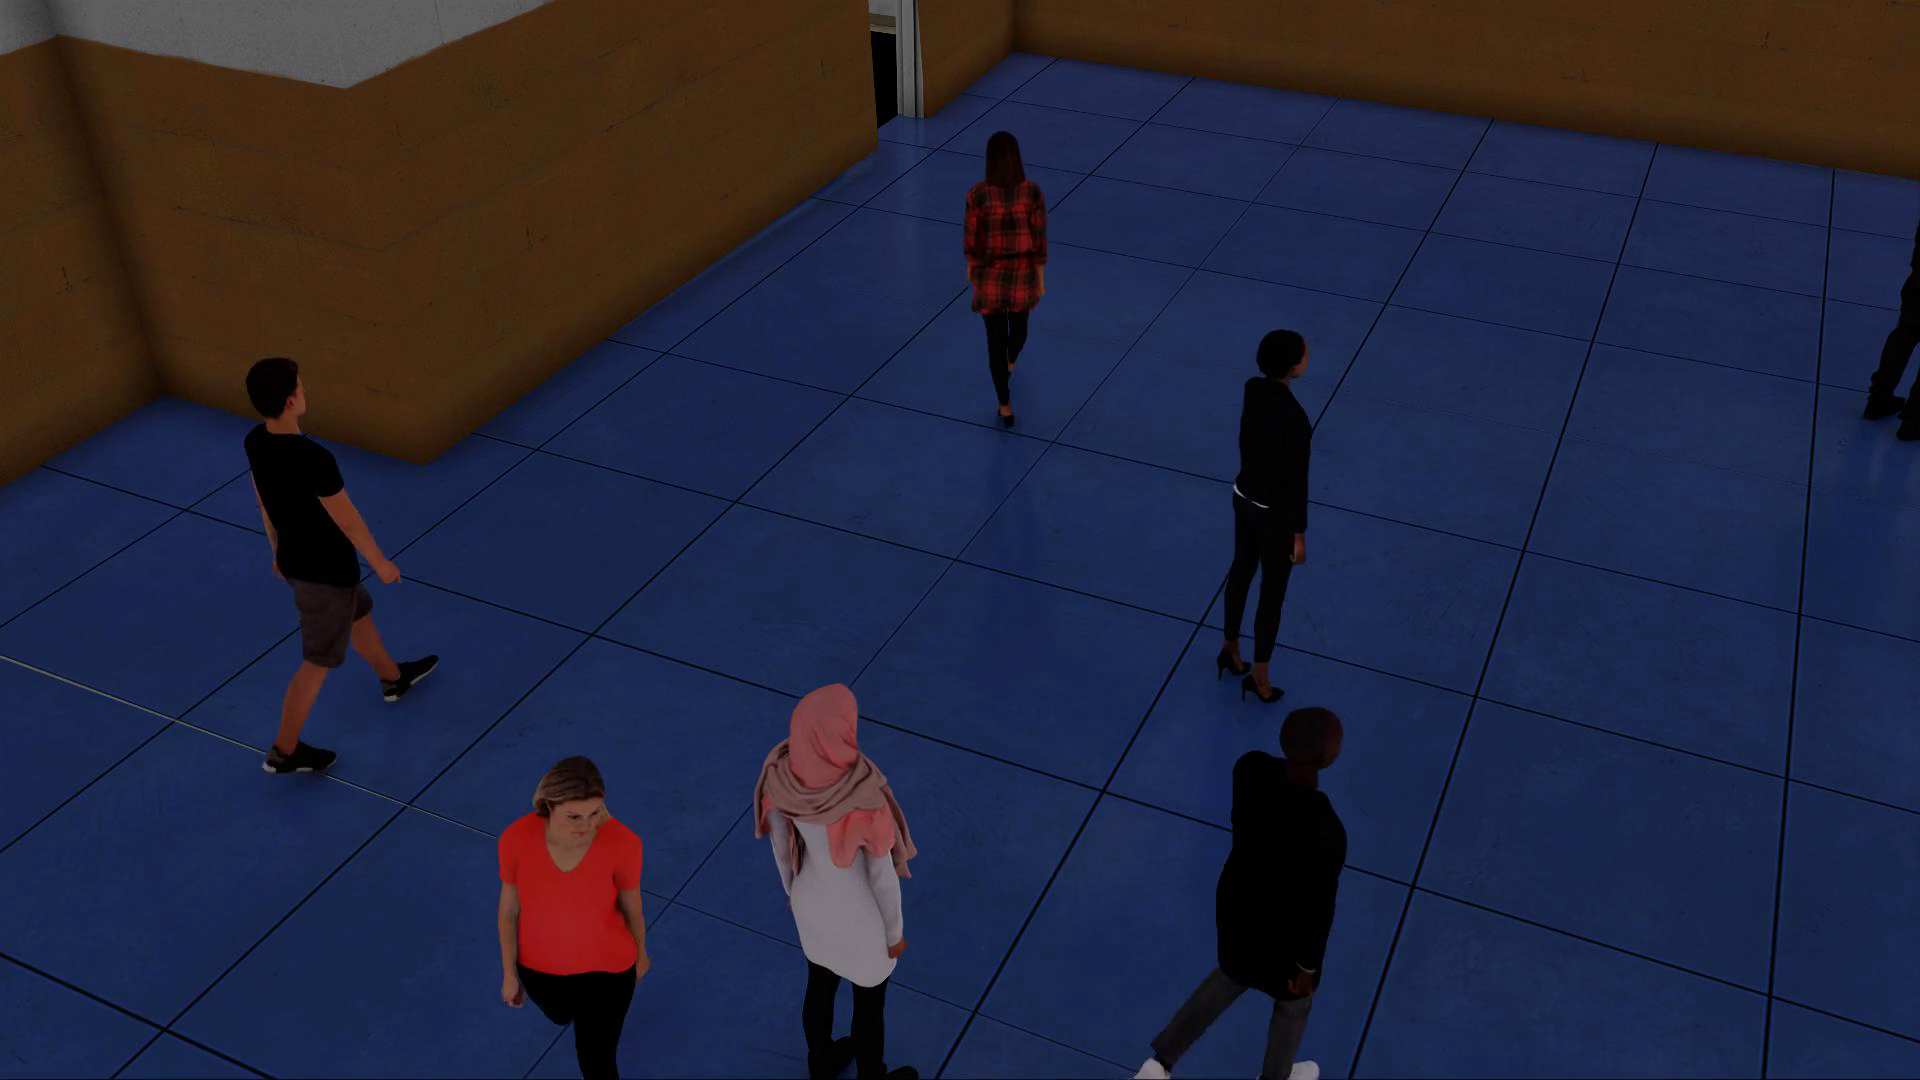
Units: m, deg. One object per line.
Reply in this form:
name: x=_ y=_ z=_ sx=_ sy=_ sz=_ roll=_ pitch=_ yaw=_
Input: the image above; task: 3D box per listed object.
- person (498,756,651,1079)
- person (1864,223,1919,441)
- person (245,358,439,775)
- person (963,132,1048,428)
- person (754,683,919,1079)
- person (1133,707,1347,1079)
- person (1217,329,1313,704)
person: x=-1.206 y=1.290 z=5.357 sx=1.098 sy=1.659 sz=0.932 roll=6 pitch=34 yaw=9
person: x=5.520 y=-1.464 z=9.293 sx=0.878 sy=1.862 sz=0.817 roll=-12 pitch=35 yaw=-17
person: x=-2.739 y=0.153 z=6.917 sx=1.216 sy=1.825 sz=0.949 roll=25 pitch=41 yaw=32
person: x=0.269 y=-1.429 z=9.443 sx=1.044 sy=1.661 sz=0.980 roll=-1 pitch=34 yaw=-1
person: x=-0.382 y=1.191 z=5.375 sx=0.566 sy=1.804 sz=0.715 roll=19 pitch=38 yaw=26
person: x=0.923 y=1.253 z=5.334 sx=0.988 sy=1.746 sz=1.015 roll=-20 pitch=39 yaw=-28
person: x=1.329 y=-0.090 z=7.273 sx=0.739 sy=1.835 sz=0.662 roll=-14 pitch=36 yaw=-20
